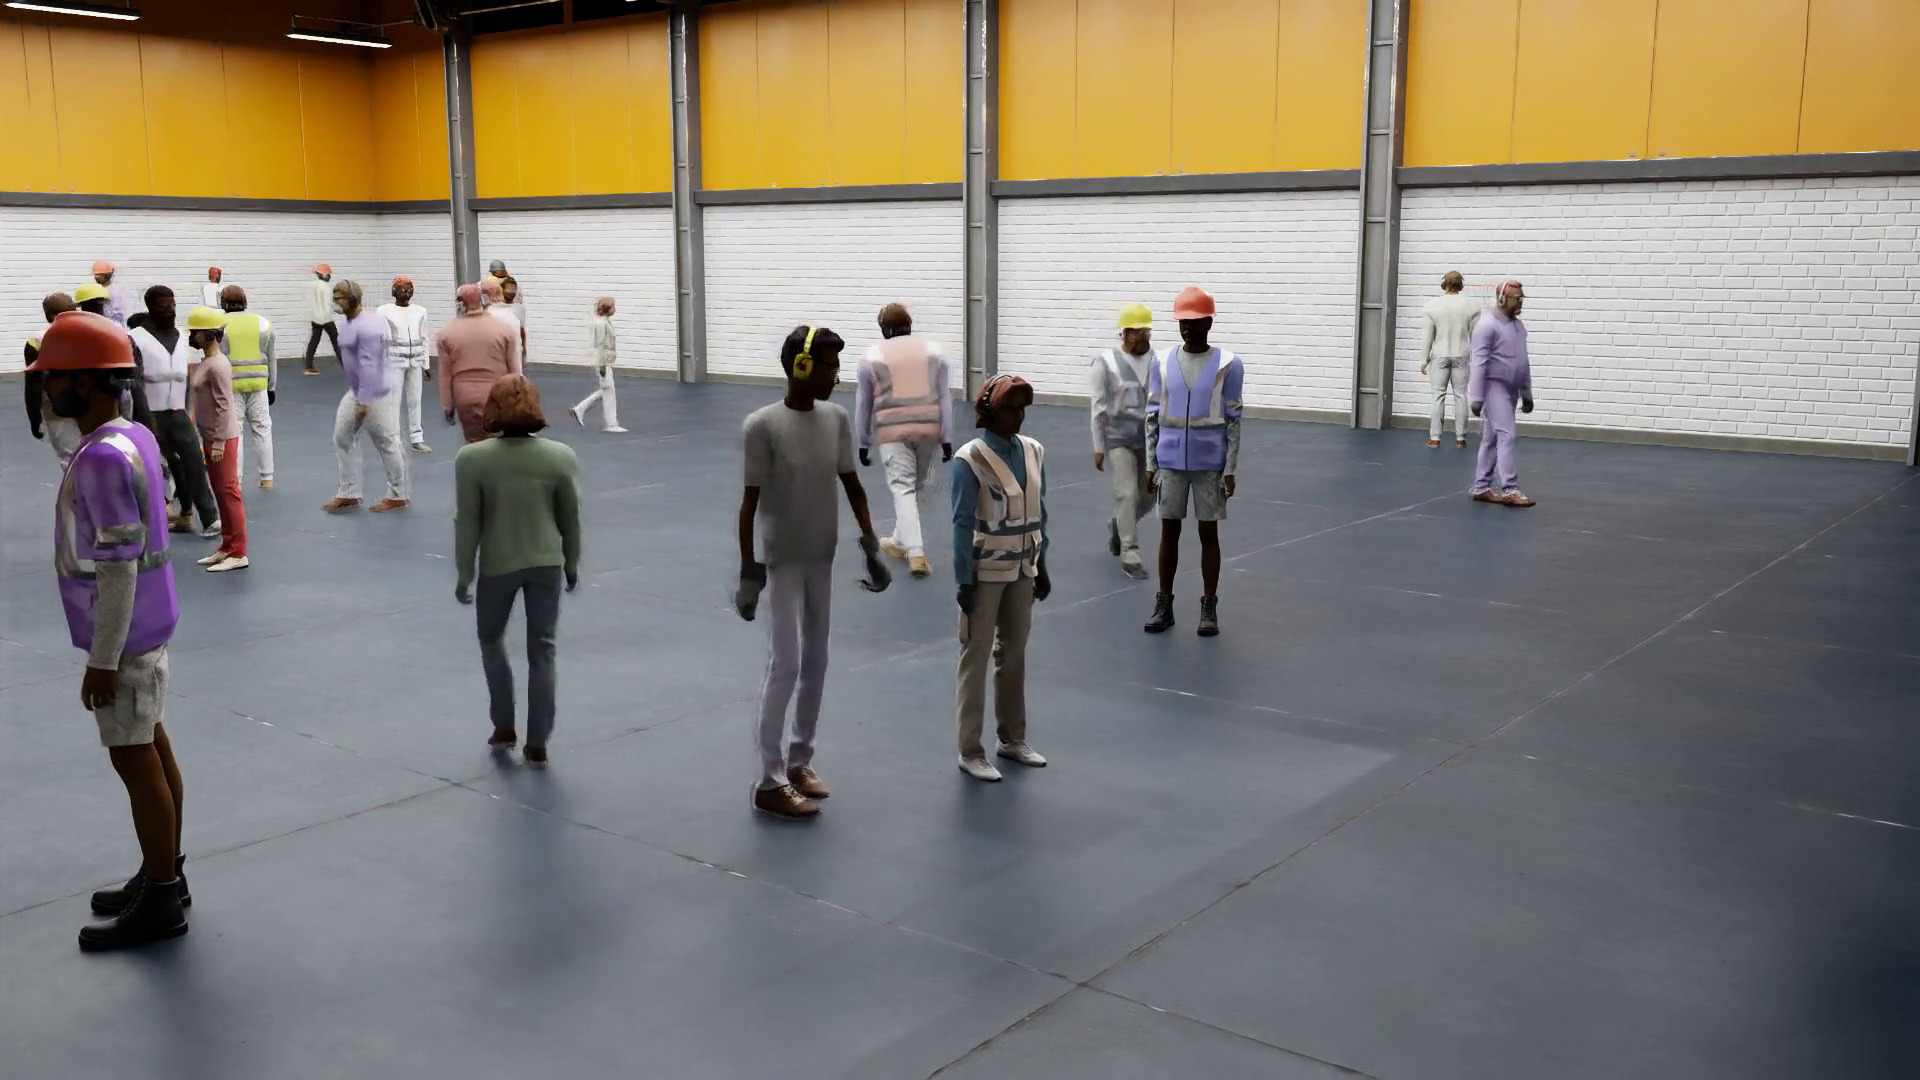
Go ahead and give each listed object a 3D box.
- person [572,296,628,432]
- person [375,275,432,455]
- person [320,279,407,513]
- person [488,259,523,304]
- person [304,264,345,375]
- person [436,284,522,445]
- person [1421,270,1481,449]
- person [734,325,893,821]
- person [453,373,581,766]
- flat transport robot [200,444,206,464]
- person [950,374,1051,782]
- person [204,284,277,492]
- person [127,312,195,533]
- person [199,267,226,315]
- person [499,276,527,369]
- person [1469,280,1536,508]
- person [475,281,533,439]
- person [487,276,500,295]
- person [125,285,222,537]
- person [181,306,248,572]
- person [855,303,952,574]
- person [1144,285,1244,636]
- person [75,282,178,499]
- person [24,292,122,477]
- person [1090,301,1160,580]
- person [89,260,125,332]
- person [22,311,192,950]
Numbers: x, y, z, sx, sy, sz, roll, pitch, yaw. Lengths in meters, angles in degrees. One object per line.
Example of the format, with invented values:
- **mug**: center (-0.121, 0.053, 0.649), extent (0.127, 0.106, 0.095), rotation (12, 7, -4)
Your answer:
- **person**: center (-4.289, -2.075, 19.720), extent (0.596, 1.624, 0.525), rotation (-1, 10, -5)
- **person**: center (-5.876, -1.847, 17.613), extent (0.574, 1.886, 0.356), rotation (-9, 14, -44)
- **person**: center (-4.896, -1.145, 13.450), extent (0.765, 1.908, 0.647), rotation (-9, 13, -42)
- **person**: center (-7.259, -3.406, 26.234), extent (0.536, 2.000, 0.688), rotation (8, 12, 37)
- **person**: center (-11.157, -3.880, 29.273), extent (0.624, 1.941, 1.018), rotation (7, 12, 37)
- **person**: center (-3.880, -1.132, 13.473), extent (0.659, 1.874, 0.554), rotation (-1, 10, -3)
- **person**: center (5.325, -1.956, 18.087), extent (0.627, 1.941, 0.370), rotation (2, 10, 9)
- **person**: center (-0.570, 0.113, 6.345), extent (0.493, 1.837, 0.553), rotation (9, 13, 43)
- **person**: center (-1.846, 0.116, 6.934), extent (0.533, 1.614, 0.520), rotation (-4, 11, -24)
- **flat transport robot**: center (-7.776, -0.776, 16.067), extent (0.652, 0.197, 1.431), rotation (1, 10, 6)
- **person**: center (0.159, 0.148, 6.730), extent (0.313, 1.635, 0.515), rotation (9, 13, 42)
- **person**: center (-6.399, -1.342, 14.797), extent (0.627, 1.844, 0.429), rotation (-9, 13, -41)
- **person**: center (-6.004, -0.867, 12.479), extent (0.408, 1.673, 0.556), rotation (2, 10, 12)
- **person**: center (-13.022, -3.835, 29.175), extent (0.573, 1.887, 0.354), rotation (2, 10, 14)
- **person**: center (-5.517, -2.275, 20.209), extent (0.529, 1.852, 0.674), rotation (-7, 12, -36)
- **person**: center (4.639, -1.210, 13.886), extent (0.673, 1.881, 0.785), rotation (-10, 14, -44)
- **person**: center (-4.260, -1.431, 15.245), extent (0.750, 1.861, 0.778), rotation (2, 10, 11)
- **person**: center (-7.248, -3.215, 25.920), extent (0.311, 1.768, 0.533), rotation (-8, 13, -39)
- **person**: center (-5.795, -0.921, 12.251), extent (0.949, 1.877, 0.605), rotation (4, 11, 23)
- **person**: center (-4.985, -0.674, 11.126), extent (0.309, 1.769, 0.525), rotation (-6, 12, -32)
- **person**: center (-0.373, -0.679, 11.124), extent (0.635, 1.785, 0.943), rotation (-3, 10, -18)
- **person**: center (1.284, -0.433, 9.228), extent (0.543, 1.938, 0.357), rotation (3, 10, 19)
- **person**: center (-7.061, -1.225, 14.005), extent (0.871, 1.888, 0.585), rotation (-1, 10, -8)
- **person**: center (-6.669, -0.945, 12.522), extent (0.447, 1.827, 0.657), rotation (9, 13, 43)
- **person**: center (1.124, -0.677, 11.029), extent (0.600, 1.814, 0.698), rotation (-4, 10, -20)
- **person**: center (-12.252, -2.990, 23.882), extent (0.525, 2.026, 0.608), rotation (-8, 12, -38)
- **person**: center (-2.592, 0.277, 5.088), extent (0.361, 1.939, 0.542), rotation (-3, 10, -17)
